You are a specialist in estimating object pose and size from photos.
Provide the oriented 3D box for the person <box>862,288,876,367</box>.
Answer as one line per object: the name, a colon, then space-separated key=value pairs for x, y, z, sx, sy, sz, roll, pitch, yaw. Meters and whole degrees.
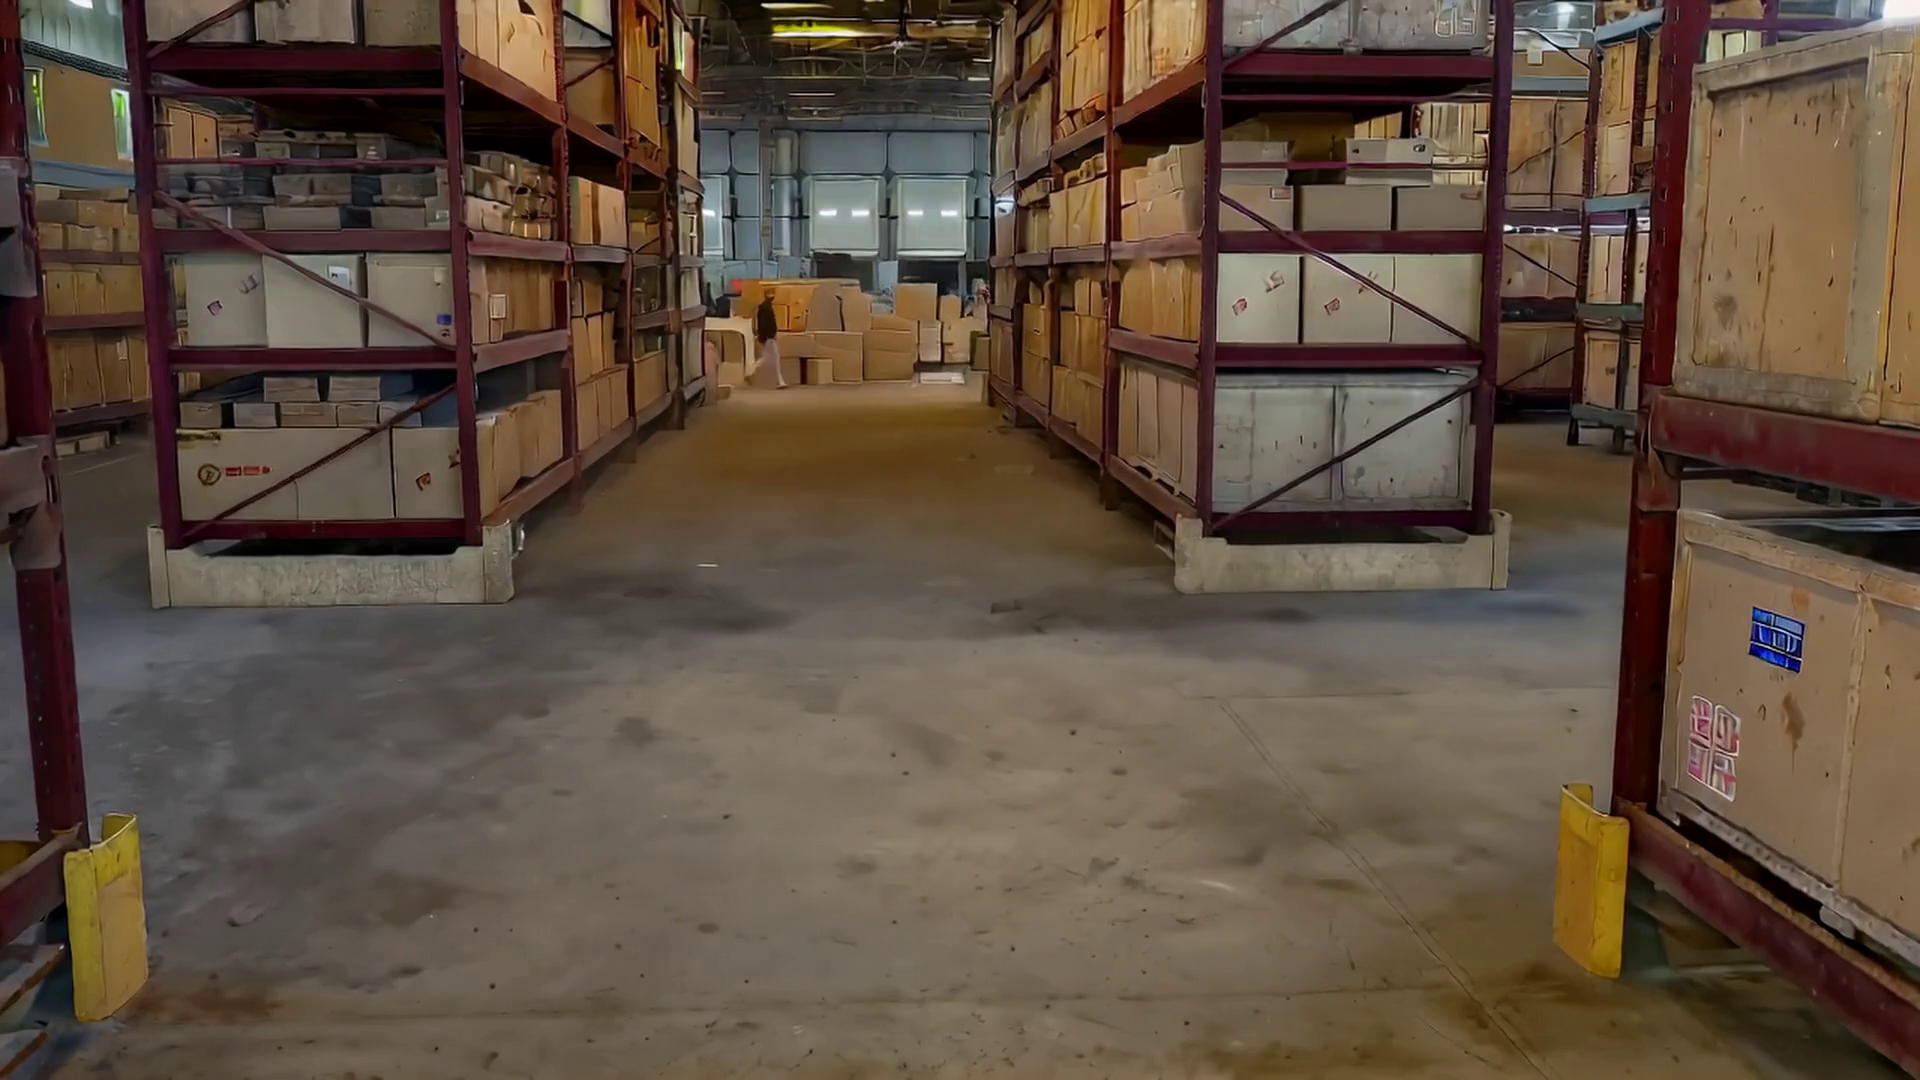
person: x=-2.055 y=-4.846 z=38.046 sx=0.429 sy=1.837 sz=0.629 roll=-5 pitch=10 yaw=-27

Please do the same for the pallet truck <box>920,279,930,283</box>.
pallet truck: x=-0.932 y=-8.922 z=63.114 sx=1.885 sy=1.965 sz=0.823 roll=2 pitch=9 yaw=13

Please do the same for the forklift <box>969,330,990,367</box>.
forklift: x=1.191 y=-4.150 z=30.388 sx=1.873 sy=2.768 sz=1.129 roll=-5 pitch=10 yaw=-28

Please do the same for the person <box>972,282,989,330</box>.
person: x=0.572 y=-5.875 z=44.179 sx=0.371 sy=1.936 sz=0.629 roll=7 pitch=11 yaw=36

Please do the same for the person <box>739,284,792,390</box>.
person: x=-3.584 y=-3.720 z=30.544 sx=0.899 sy=1.970 sz=0.608 roll=-3 pitch=9 yaw=-16

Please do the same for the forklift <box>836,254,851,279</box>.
forklift: x=-3.979 y=-8.299 z=56.443 sx=1.873 sy=2.768 sz=1.129 roll=0 pitch=9 yaw=3

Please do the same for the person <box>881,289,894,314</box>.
person: x=-2.488 y=-7.727 z=56.682 sx=0.868 sy=1.662 sz=0.533 roll=-9 pitch=13 yaw=-44
